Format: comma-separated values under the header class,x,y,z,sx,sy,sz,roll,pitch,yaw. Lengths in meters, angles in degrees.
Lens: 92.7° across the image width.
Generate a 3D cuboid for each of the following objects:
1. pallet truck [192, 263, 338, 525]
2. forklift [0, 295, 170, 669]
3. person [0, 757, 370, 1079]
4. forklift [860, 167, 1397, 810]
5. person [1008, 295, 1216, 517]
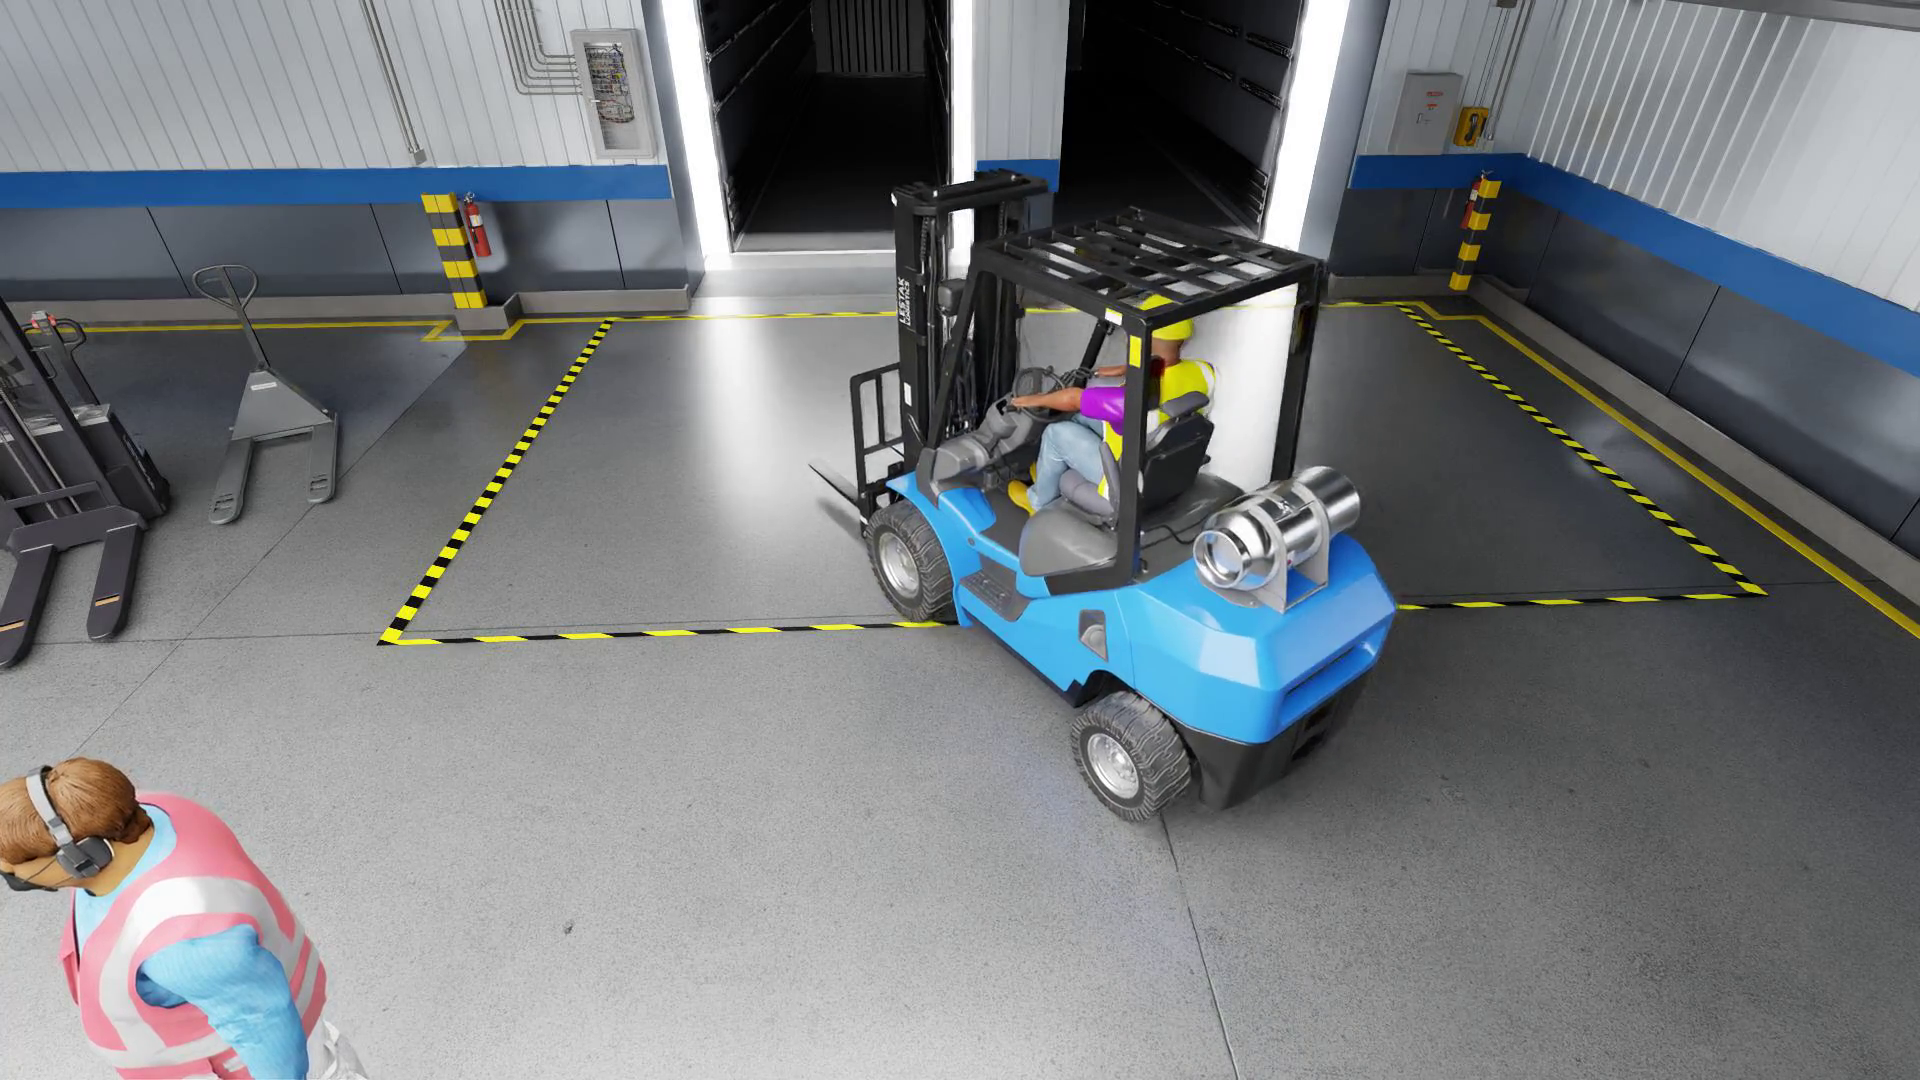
class,x,y,z,sx,sy,sz,roll,pitch,yaw
pallet truck,-4.778,-1.027,6.128,0.680,1.201,1.601,-17,38,-23
forklift,-5.212,-0.618,4.878,0.823,1.965,1.885,-20,39,-26
person,-1.852,1.234,2.352,0.634,1.841,0.429,26,43,32
forklift,0.659,-0.400,4.254,1.157,2.036,2.680,-23,41,-30
person,0.629,-0.583,4.190,0.635,1.294,1.004,-23,41,-30
